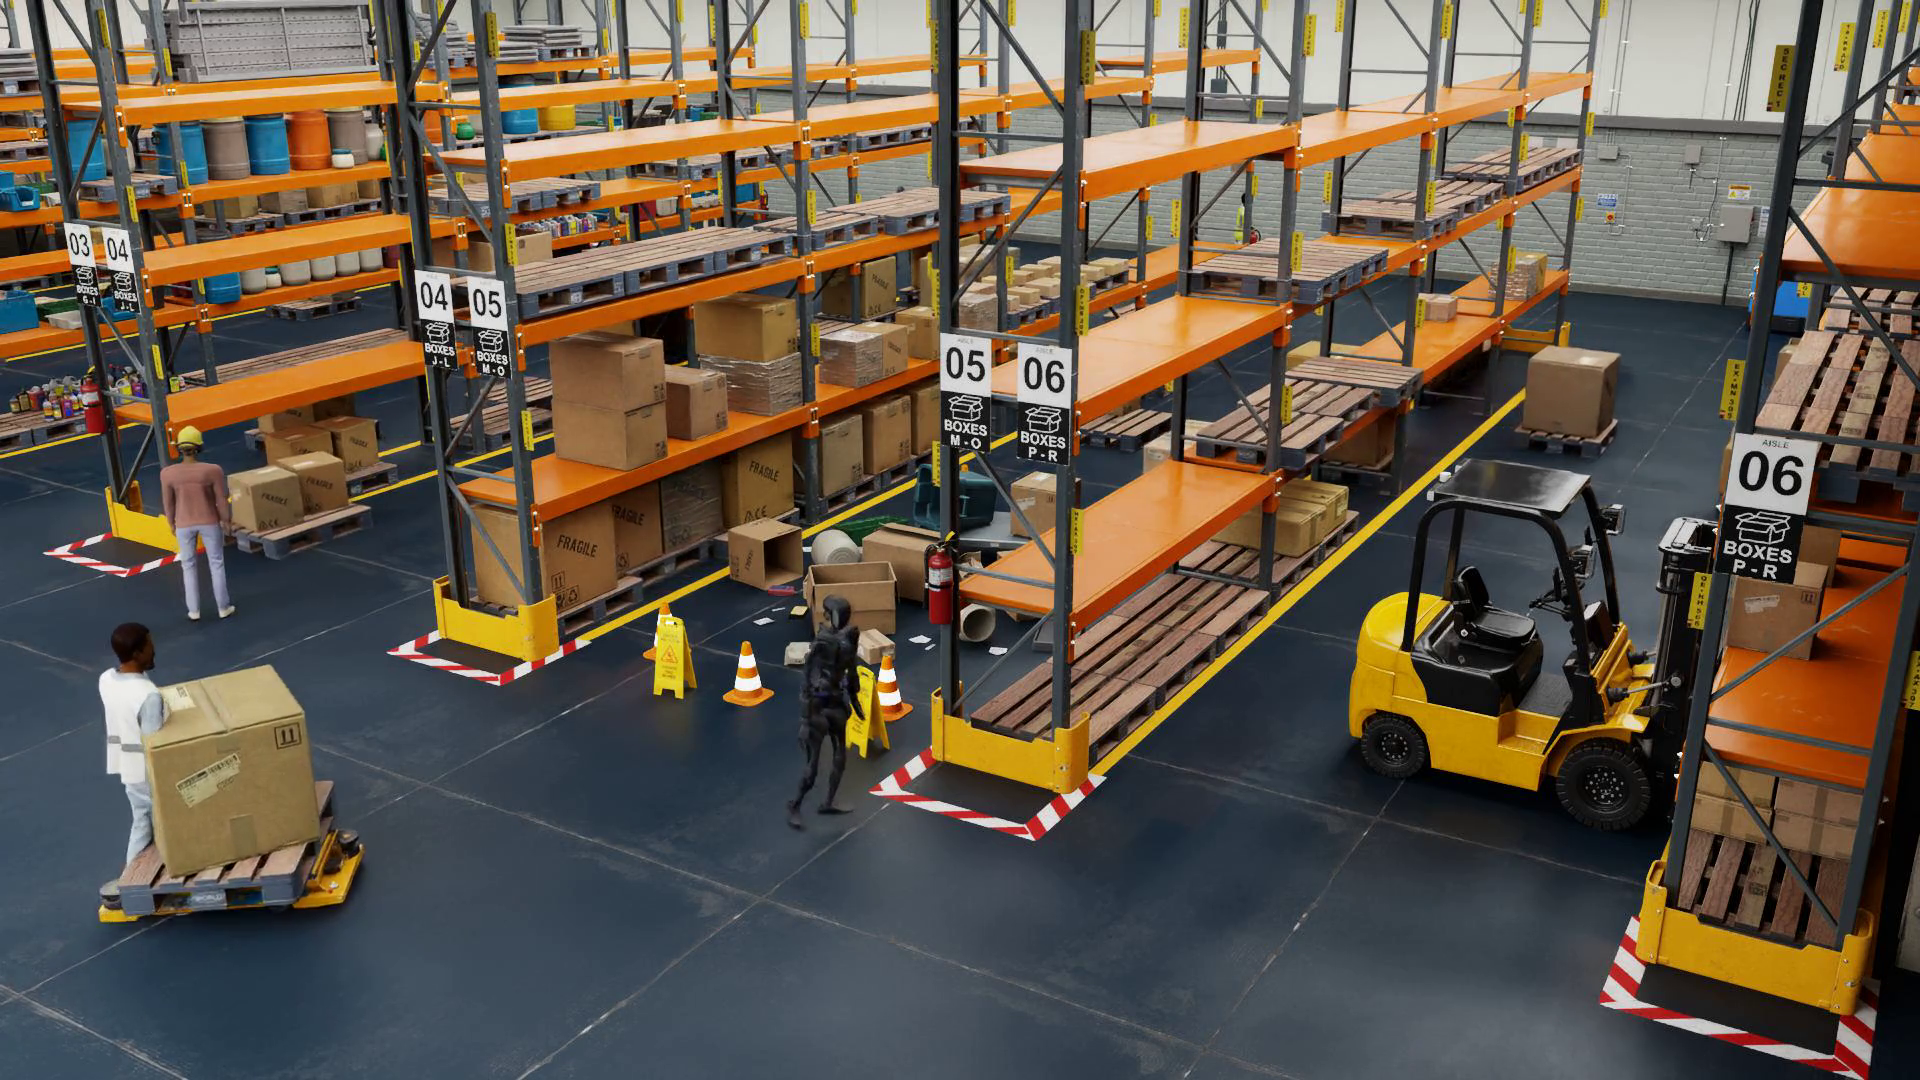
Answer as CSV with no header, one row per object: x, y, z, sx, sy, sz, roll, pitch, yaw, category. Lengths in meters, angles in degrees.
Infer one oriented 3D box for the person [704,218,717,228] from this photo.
-5.238,-7.062,34.864,0.489,1.688,0.350,-6,20,-18,person

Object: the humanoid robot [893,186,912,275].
-1.073,-5.851,31.383,0.586,1.638,0.408,4,20,12,humanoid robot

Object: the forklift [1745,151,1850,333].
13.620,-4.667,26.137,1.873,2.768,1.129,11,22,29,forklift

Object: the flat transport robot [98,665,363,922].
-4.579,2.109,10.516,1.431,0.231,0.659,-3,19,-8,flat transport robot

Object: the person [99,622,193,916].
-4.905,1.408,10.072,0.591,1.935,0.515,15,24,36,person

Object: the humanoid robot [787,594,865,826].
-0.923,1.124,11.224,0.466,1.645,0.613,13,23,34,humanoid robot

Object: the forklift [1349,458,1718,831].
3.988,0.658,11.776,2.313,2.155,1.214,11,22,29,forklift

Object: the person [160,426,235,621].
-6.737,-0.142,14.750,0.541,1.756,0.359,-6,20,-18,person

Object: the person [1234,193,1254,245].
5.183,-5.515,30.387,0.327,1.685,0.537,-2,19,-5,person
